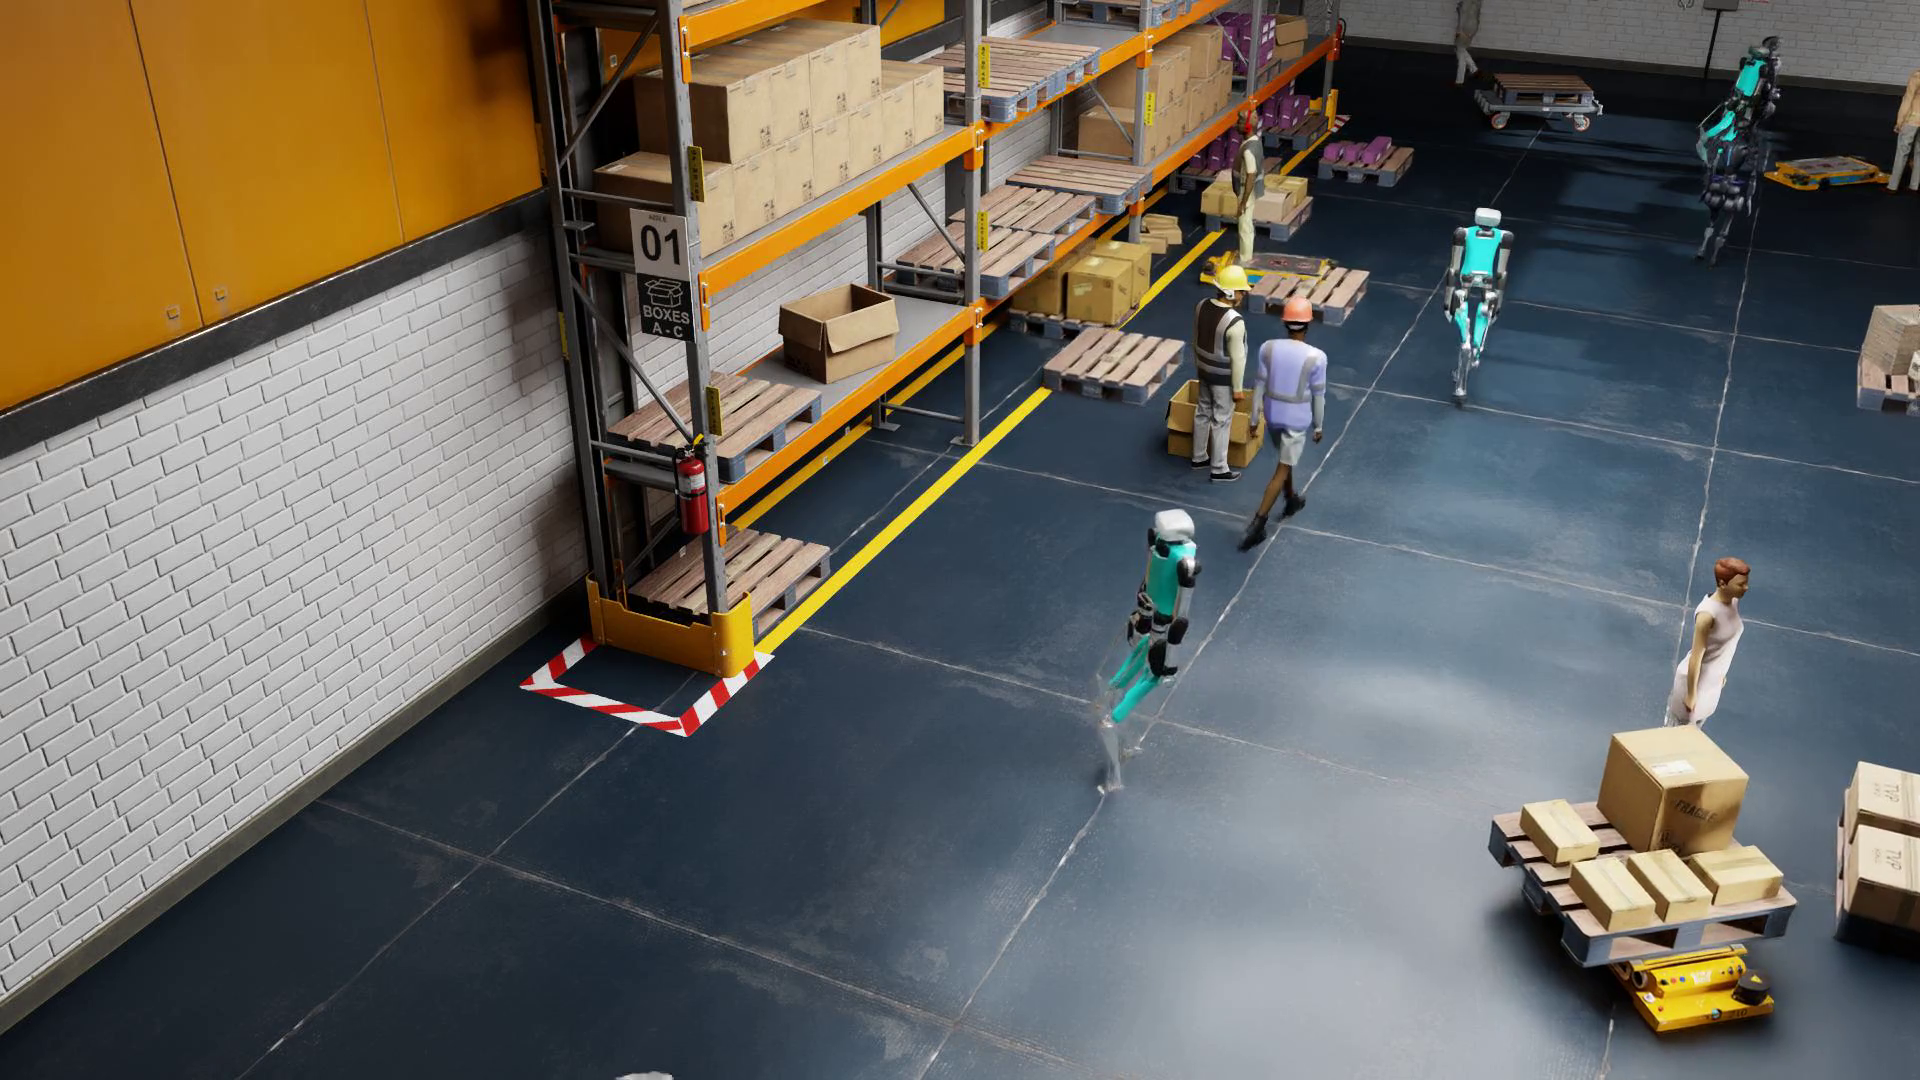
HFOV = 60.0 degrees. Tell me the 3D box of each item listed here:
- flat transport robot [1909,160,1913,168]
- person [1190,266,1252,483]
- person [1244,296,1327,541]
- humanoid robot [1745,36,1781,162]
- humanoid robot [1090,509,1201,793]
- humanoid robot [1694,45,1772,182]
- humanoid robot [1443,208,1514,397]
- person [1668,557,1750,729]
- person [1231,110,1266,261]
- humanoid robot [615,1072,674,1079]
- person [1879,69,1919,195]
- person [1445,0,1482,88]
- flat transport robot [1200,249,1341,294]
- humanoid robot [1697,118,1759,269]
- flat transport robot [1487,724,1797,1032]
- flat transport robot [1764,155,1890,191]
[{"bbox_3d":[13.222,-4.808,21.644,1.431,0.231,0.659,8,29,15],"label":"flat transport robot"},{"bbox_3d":[2.139,-1.363,13.614,0.404,1.824,0.599,-14,31,-24],"label":"person"},{"bbox_3d":[2.482,-0.932,12.760,0.534,1.878,0.983,20,34,33],"label":"person"},{"bbox_3d":[10.690,-5.838,22.079,0.423,1.642,0.615,3,28,6],"label":"humanoid robot"},{"bbox_3d":[0.979,0.691,9.944,0.804,1.801,0.530,-9,30,-15],"label":"humanoid robot"},{"bbox_3d":[9.724,-5.315,21.154,0.771,1.878,0.535,-5,29,-9],"label":"humanoid robot"},{"bbox_3d":[4.670,-2.042,15.031,0.551,1.764,1.056,4,29,7],"label":"humanoid robot"},{"bbox_3d":[4.337,0.841,9.701,0.285,1.660,0.444,25,37,38],"label":"person"},{"bbox_3d":[3.094,-3.716,17.957,0.396,1.846,0.563,5,29,10],"label":"person"},{"bbox_3d":[-1.025,2.851,6.006,0.545,1.877,0.796,-7,29,-14],"label":"humanoid robot"},{"bbox_3d":[11.985,-5.242,20.775,0.558,1.868,0.390,-3,28,-5],"label":"person"},{"bbox_3d":[7.868,-7.945,25.837,0.456,1.819,0.521,17,33,28],"label":"person"},{"bbox_3d":[3.395,-2.929,18.160,1.431,0.231,0.659,9,30,16],"label":"flat transport robot"},{"bbox_3d":[8.455,-3.828,18.342,0.369,1.645,0.593,-24,36,-37],"label":"humanoid robot"},{"bbox_3d":[3.657,2.034,8.957,0.659,0.231,1.431,-6,29,-10],"label":"flat transport robot"},{"bbox_3d":[11.239,-4.746,21.528,1.431,0.231,0.659,-8,29,-14],"label":"flat transport robot"}]
